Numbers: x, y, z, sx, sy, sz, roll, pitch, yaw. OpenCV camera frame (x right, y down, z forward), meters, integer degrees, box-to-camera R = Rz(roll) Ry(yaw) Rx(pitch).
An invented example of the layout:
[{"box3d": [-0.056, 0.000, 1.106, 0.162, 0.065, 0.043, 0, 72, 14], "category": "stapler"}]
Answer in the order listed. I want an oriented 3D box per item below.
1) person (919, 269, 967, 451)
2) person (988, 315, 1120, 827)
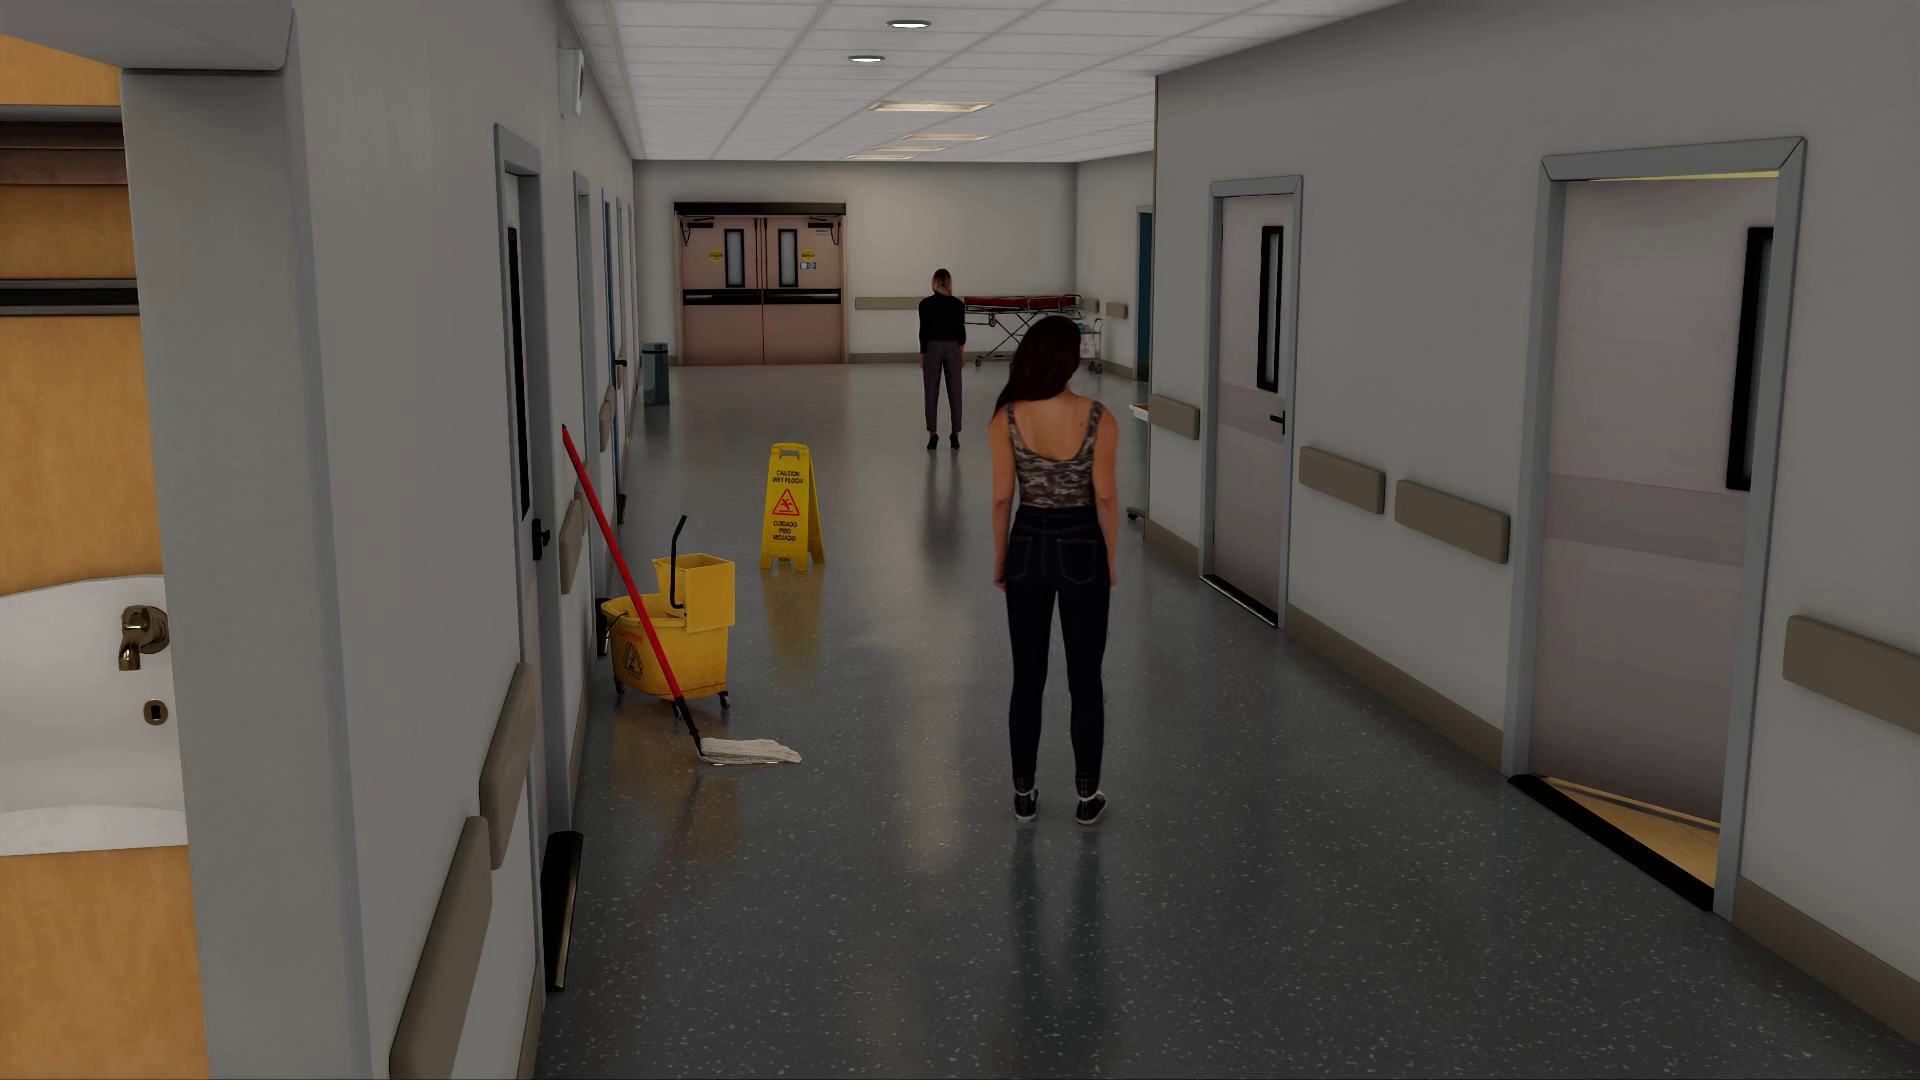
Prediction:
[{"box3d": [-0.163, -1.674, 15.415, 0.593, 1.671, 0.519, -1, 11, -8], "category": "person"}, {"box3d": [0.335, 0.106, 5.779, 0.671, 1.767, 0.651, 2, 11, 10], "category": "person"}]
